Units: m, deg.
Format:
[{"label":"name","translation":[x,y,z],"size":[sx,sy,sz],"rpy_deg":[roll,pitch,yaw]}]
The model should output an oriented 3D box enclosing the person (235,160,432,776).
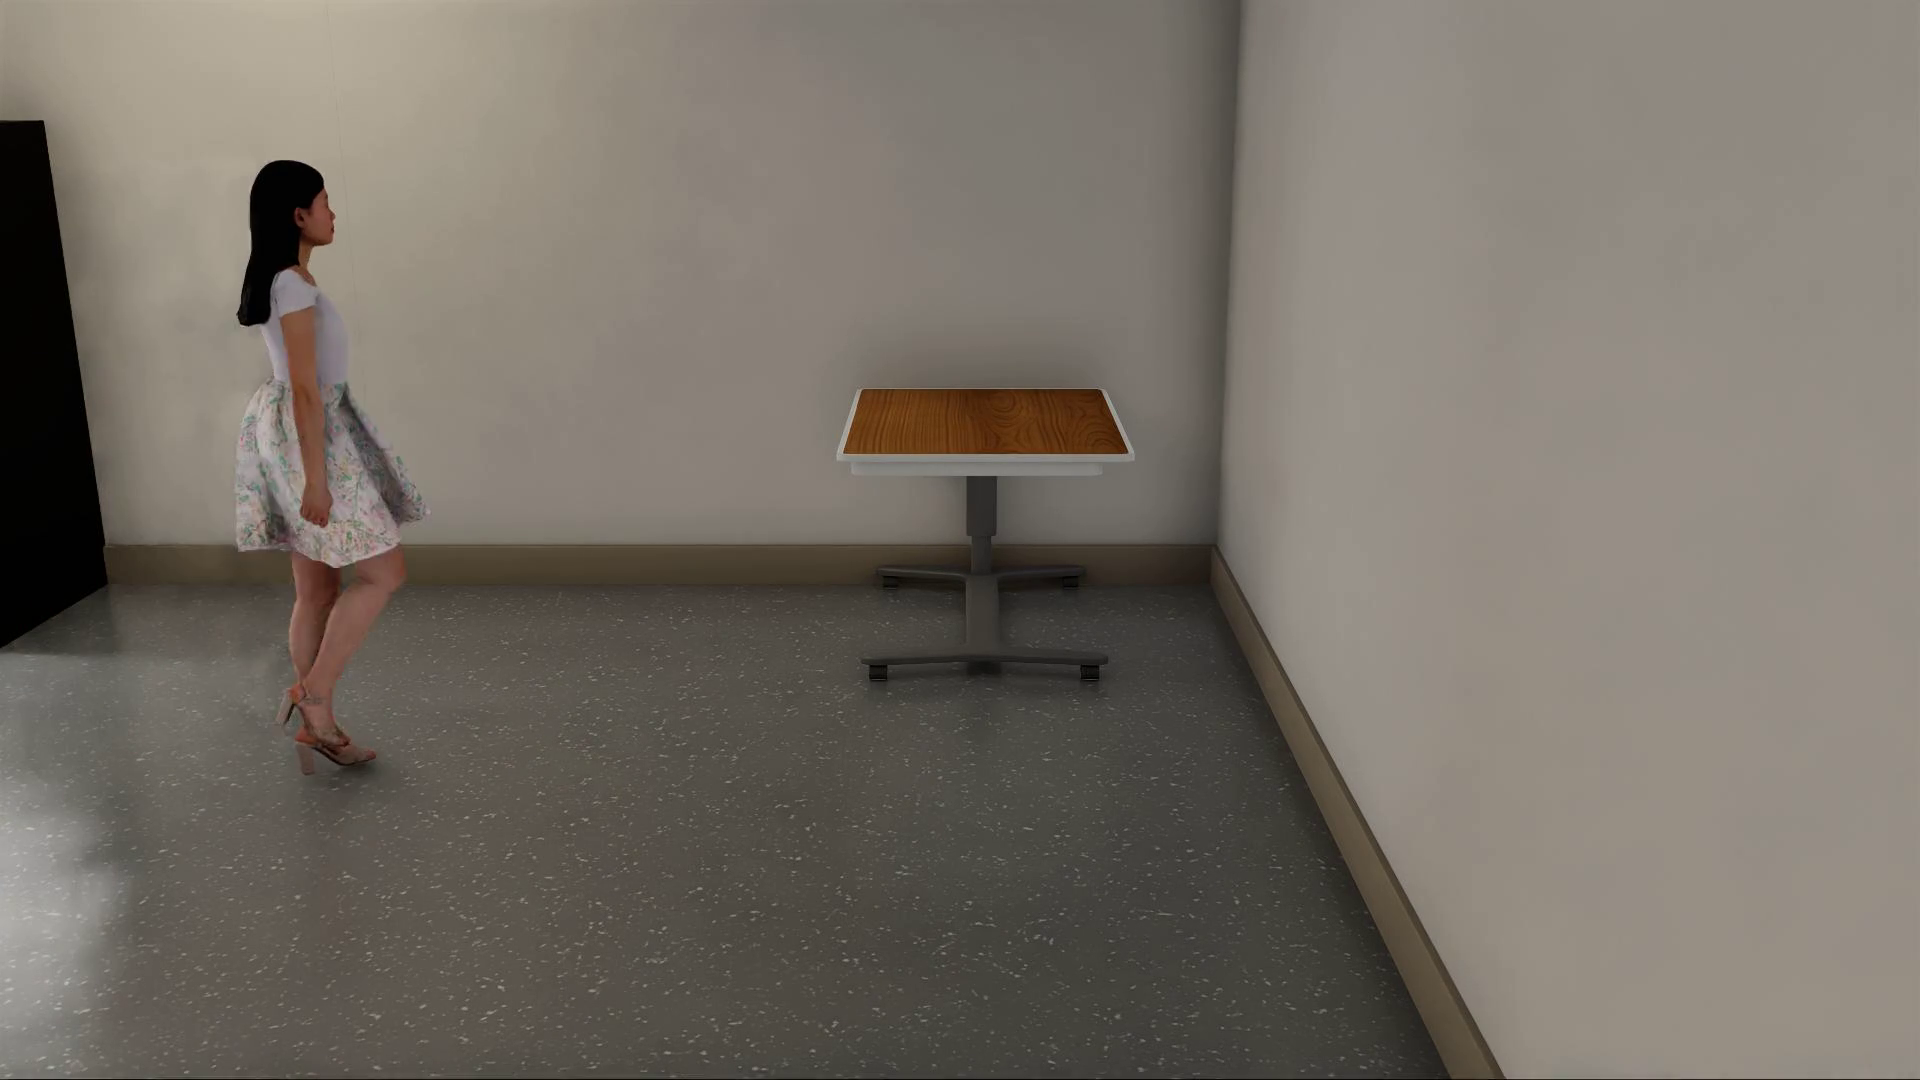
[{"label":"person","translation":[-1.919,-0.161,4.714],"size":[0.878,1.763,0.818],"rpy_deg":[-9,18,-30]}]
